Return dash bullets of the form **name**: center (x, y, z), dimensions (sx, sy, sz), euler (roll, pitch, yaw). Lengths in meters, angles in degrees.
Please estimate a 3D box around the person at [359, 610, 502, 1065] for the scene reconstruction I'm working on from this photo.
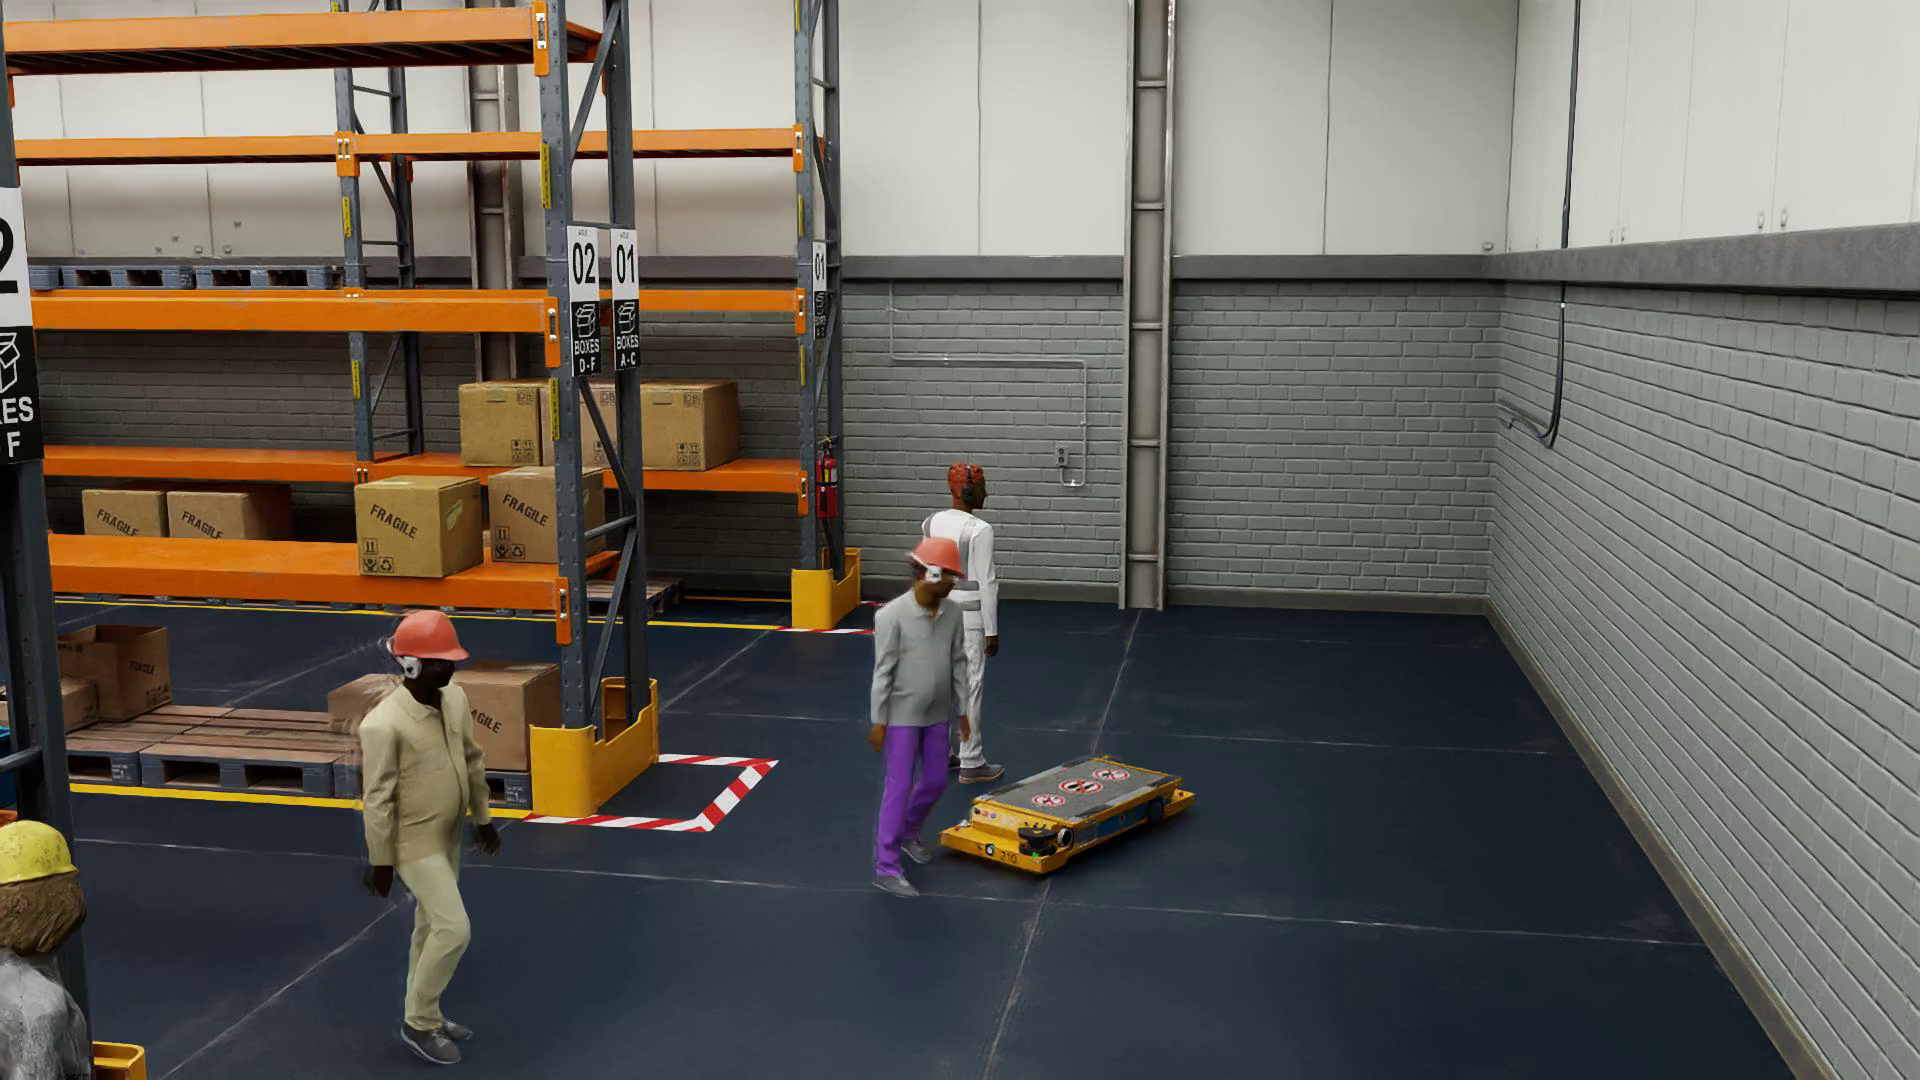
- **person**: center (-1.991, 1.116, 6.317), dimensions (0.481, 1.734, 0.573), euler (2, 9, 11)

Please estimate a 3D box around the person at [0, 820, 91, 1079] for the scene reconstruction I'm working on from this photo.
- **person**: center (-2.159, 1.512, 4.009), dimensions (0.500, 1.687, 0.854), euler (8, 12, 40)

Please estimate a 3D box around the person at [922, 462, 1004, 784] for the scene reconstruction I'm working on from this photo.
- **person**: center (0.010, 0.482, 9.779), dimensions (0.337, 1.881, 0.584), euler (-8, 12, -41)

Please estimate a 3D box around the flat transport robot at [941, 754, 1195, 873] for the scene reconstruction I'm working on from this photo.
- **flat transport robot**: center (0.604, 1.430, 8.889), dimensions (0.652, 0.197, 1.431), euler (7, 12, 39)

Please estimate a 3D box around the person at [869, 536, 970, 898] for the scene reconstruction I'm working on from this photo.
- **person**: center (-0.228, 0.831, 8.182), dimensions (0.599, 1.709, 0.498), euler (-8, 12, -42)
